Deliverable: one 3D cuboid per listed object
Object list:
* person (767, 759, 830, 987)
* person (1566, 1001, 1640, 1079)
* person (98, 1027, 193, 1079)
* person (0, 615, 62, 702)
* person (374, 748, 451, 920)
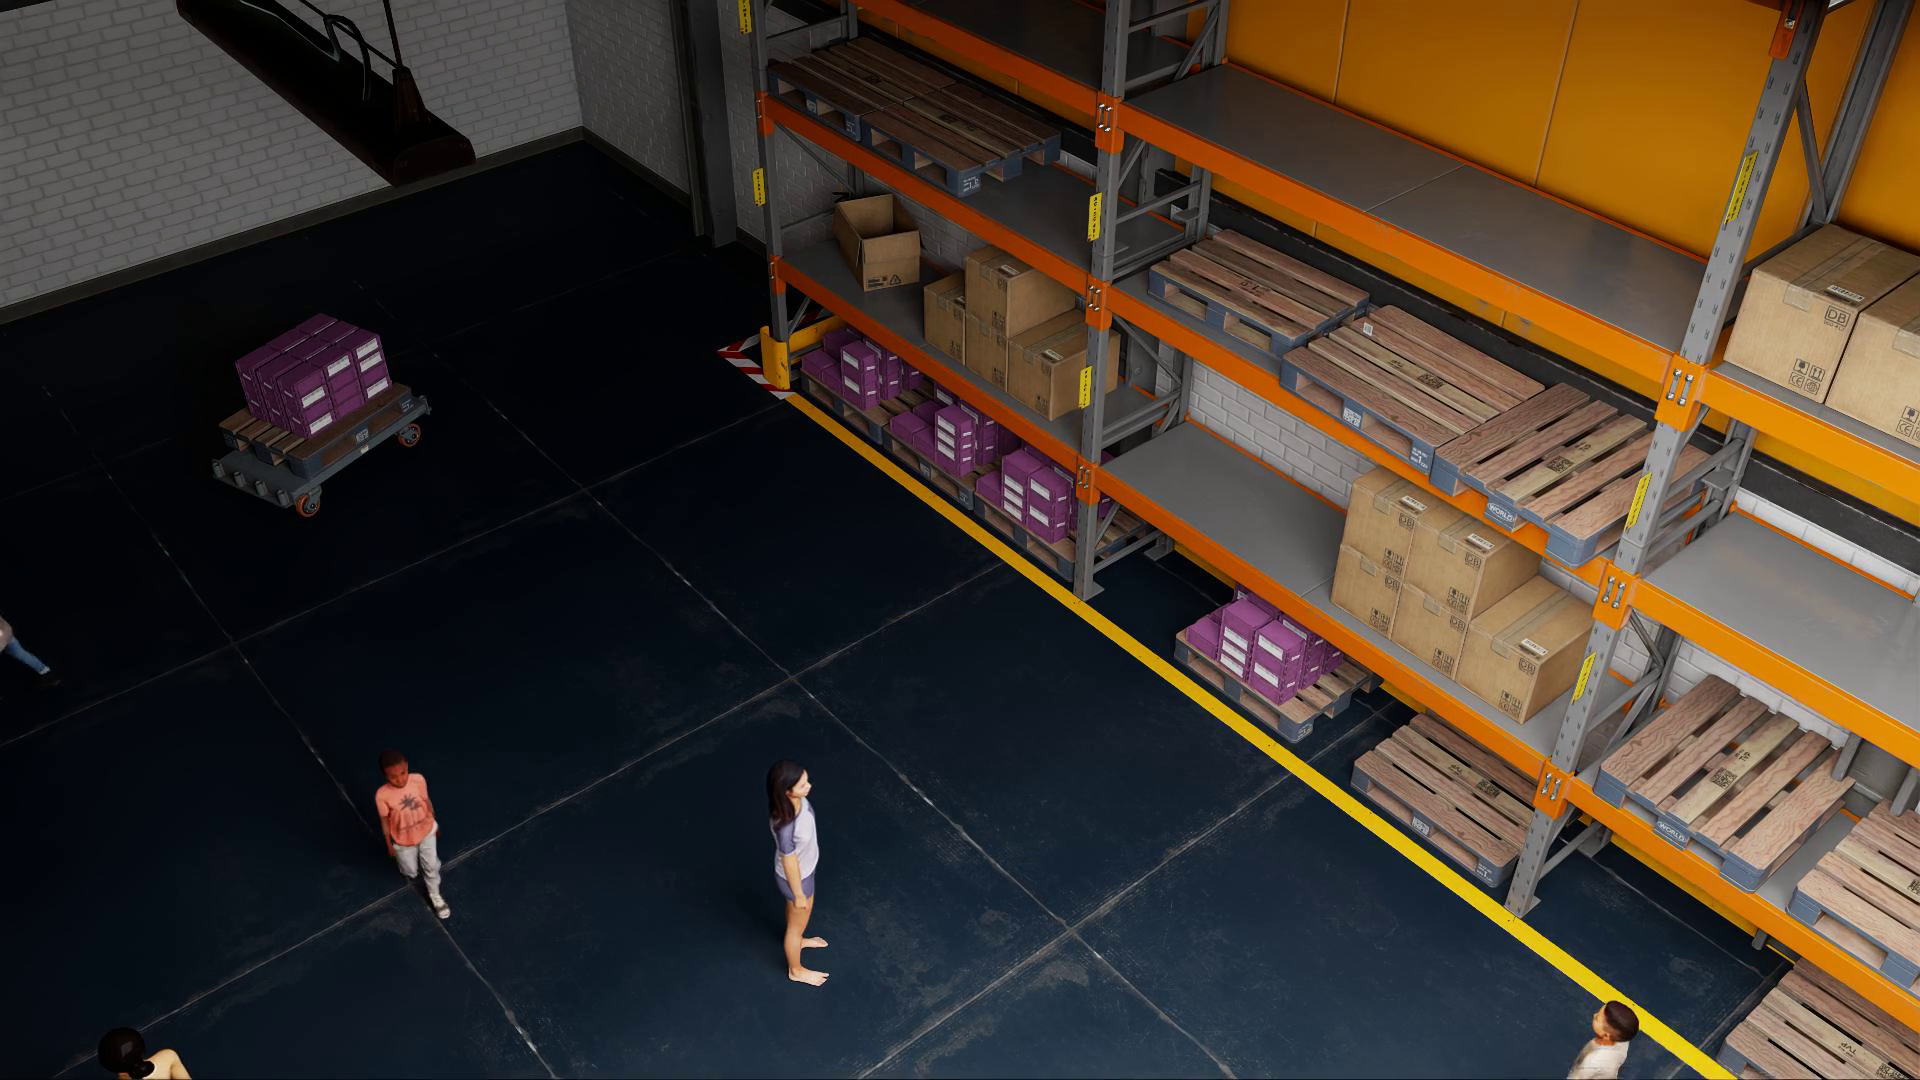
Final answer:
[{"bbox_3d":[-0.953,1.908,9.696,0.716,1.733,0.627,-2,39,-2],"label":"person"},{"bbox_3d":[3.306,2.947,8.627,1.036,1.442,0.699,26,46,29],"label":"person"},{"bbox_3d":[-4.013,2.994,8.400,0.608,1.653,0.633,24,45,27],"label":"person"},{"bbox_3d":[-6.746,0.657,11.712,0.798,1.172,0.817,-5,39,-6],"label":"person"},{"bbox_3d":[-3.402,1.751,10.242,0.548,1.298,0.782,-22,44,-26],"label":"person"}]
